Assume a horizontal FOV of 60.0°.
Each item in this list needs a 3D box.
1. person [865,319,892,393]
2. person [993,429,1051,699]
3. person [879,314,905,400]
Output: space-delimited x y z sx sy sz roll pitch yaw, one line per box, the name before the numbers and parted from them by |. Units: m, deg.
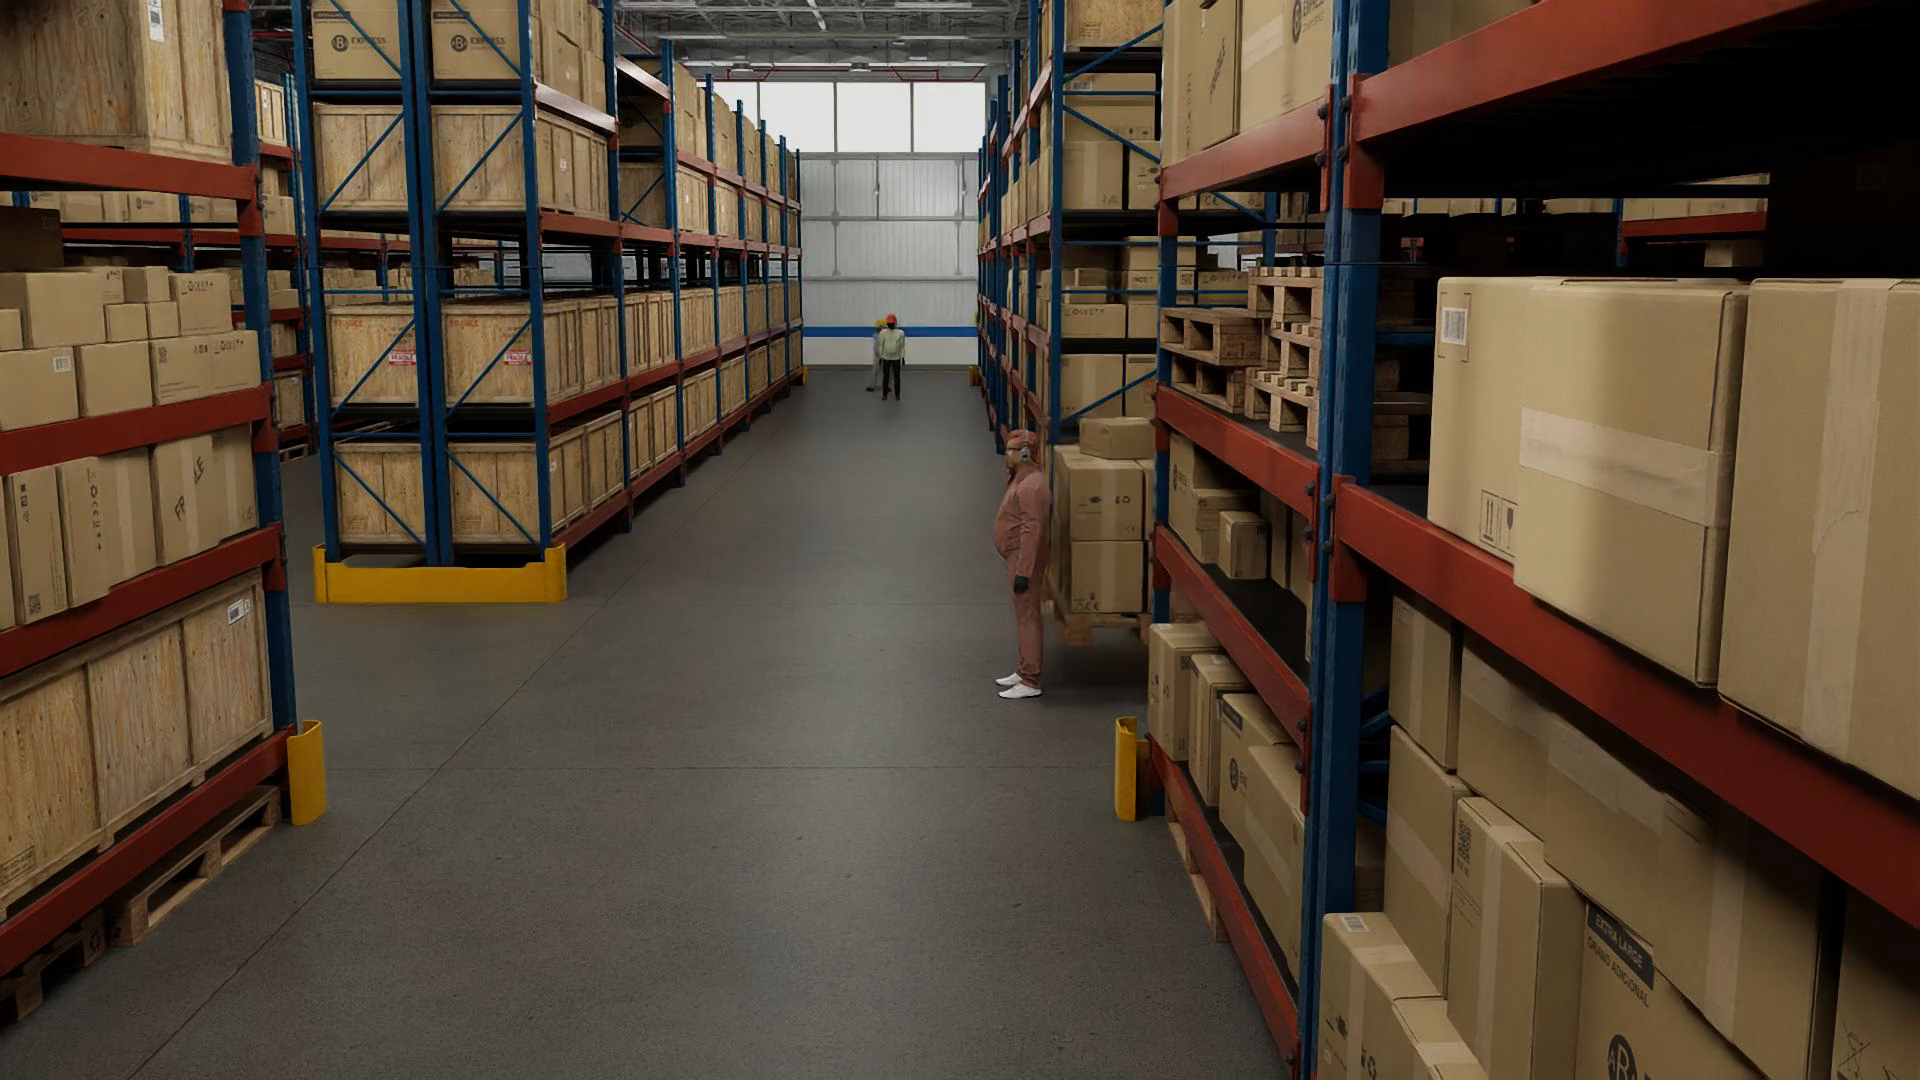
person | -1.971 -4.497 40.733 0.605 1.786 0.893 7 11 35
person | 0.435 0.163 11.821 0.409 1.913 0.642 0 9 0
person | -1.572 -4.216 38.423 0.614 1.990 0.392 0 9 1
